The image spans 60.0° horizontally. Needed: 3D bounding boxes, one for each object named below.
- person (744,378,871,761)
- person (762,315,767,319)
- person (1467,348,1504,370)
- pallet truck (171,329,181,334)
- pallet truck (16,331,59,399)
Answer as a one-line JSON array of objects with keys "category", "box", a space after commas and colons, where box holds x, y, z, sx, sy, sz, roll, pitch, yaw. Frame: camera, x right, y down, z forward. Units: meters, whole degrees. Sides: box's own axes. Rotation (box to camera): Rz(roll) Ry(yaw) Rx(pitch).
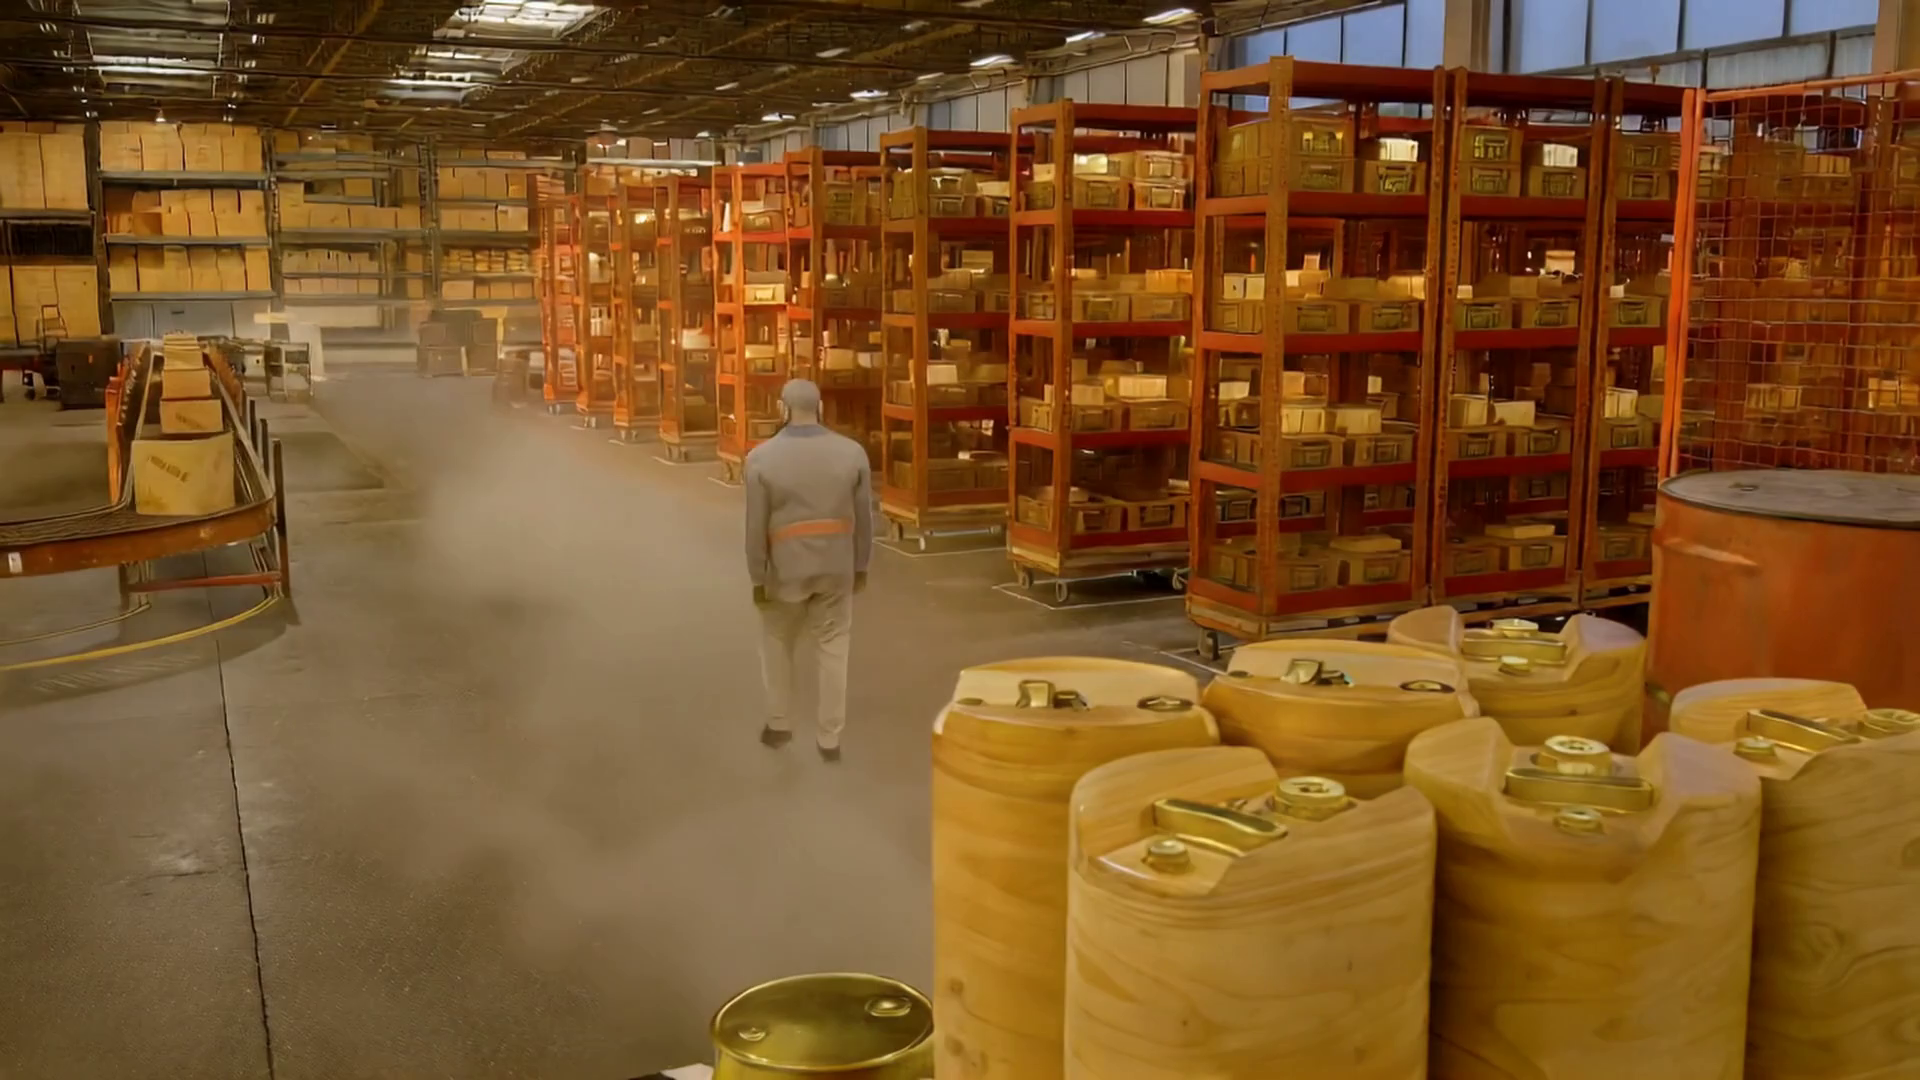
[{"category": "person", "box": [-0.766, 0.137, 8.341, 0.667, 1.884, 0.706, -2, 9, -15]}, {"category": "person", "box": [-5.336, -5.798, 44.947, 0.628, 1.954, 1.003, 7, 11, 37]}, {"category": "person", "box": [5.903, -1.516, 18.855, 0.576, 1.802, 0.971, -3, 10, -17]}, {"category": "pallet truck", "box": [-17.275, -3.851, 35.096, 1.601, 1.201, 0.680, 0, 9, 1]}, {"category": "pallet truck", "box": [-17.082, -3.353, 31.781, 1.630, 1.274, 0.653, -4, 10, -25]}]
